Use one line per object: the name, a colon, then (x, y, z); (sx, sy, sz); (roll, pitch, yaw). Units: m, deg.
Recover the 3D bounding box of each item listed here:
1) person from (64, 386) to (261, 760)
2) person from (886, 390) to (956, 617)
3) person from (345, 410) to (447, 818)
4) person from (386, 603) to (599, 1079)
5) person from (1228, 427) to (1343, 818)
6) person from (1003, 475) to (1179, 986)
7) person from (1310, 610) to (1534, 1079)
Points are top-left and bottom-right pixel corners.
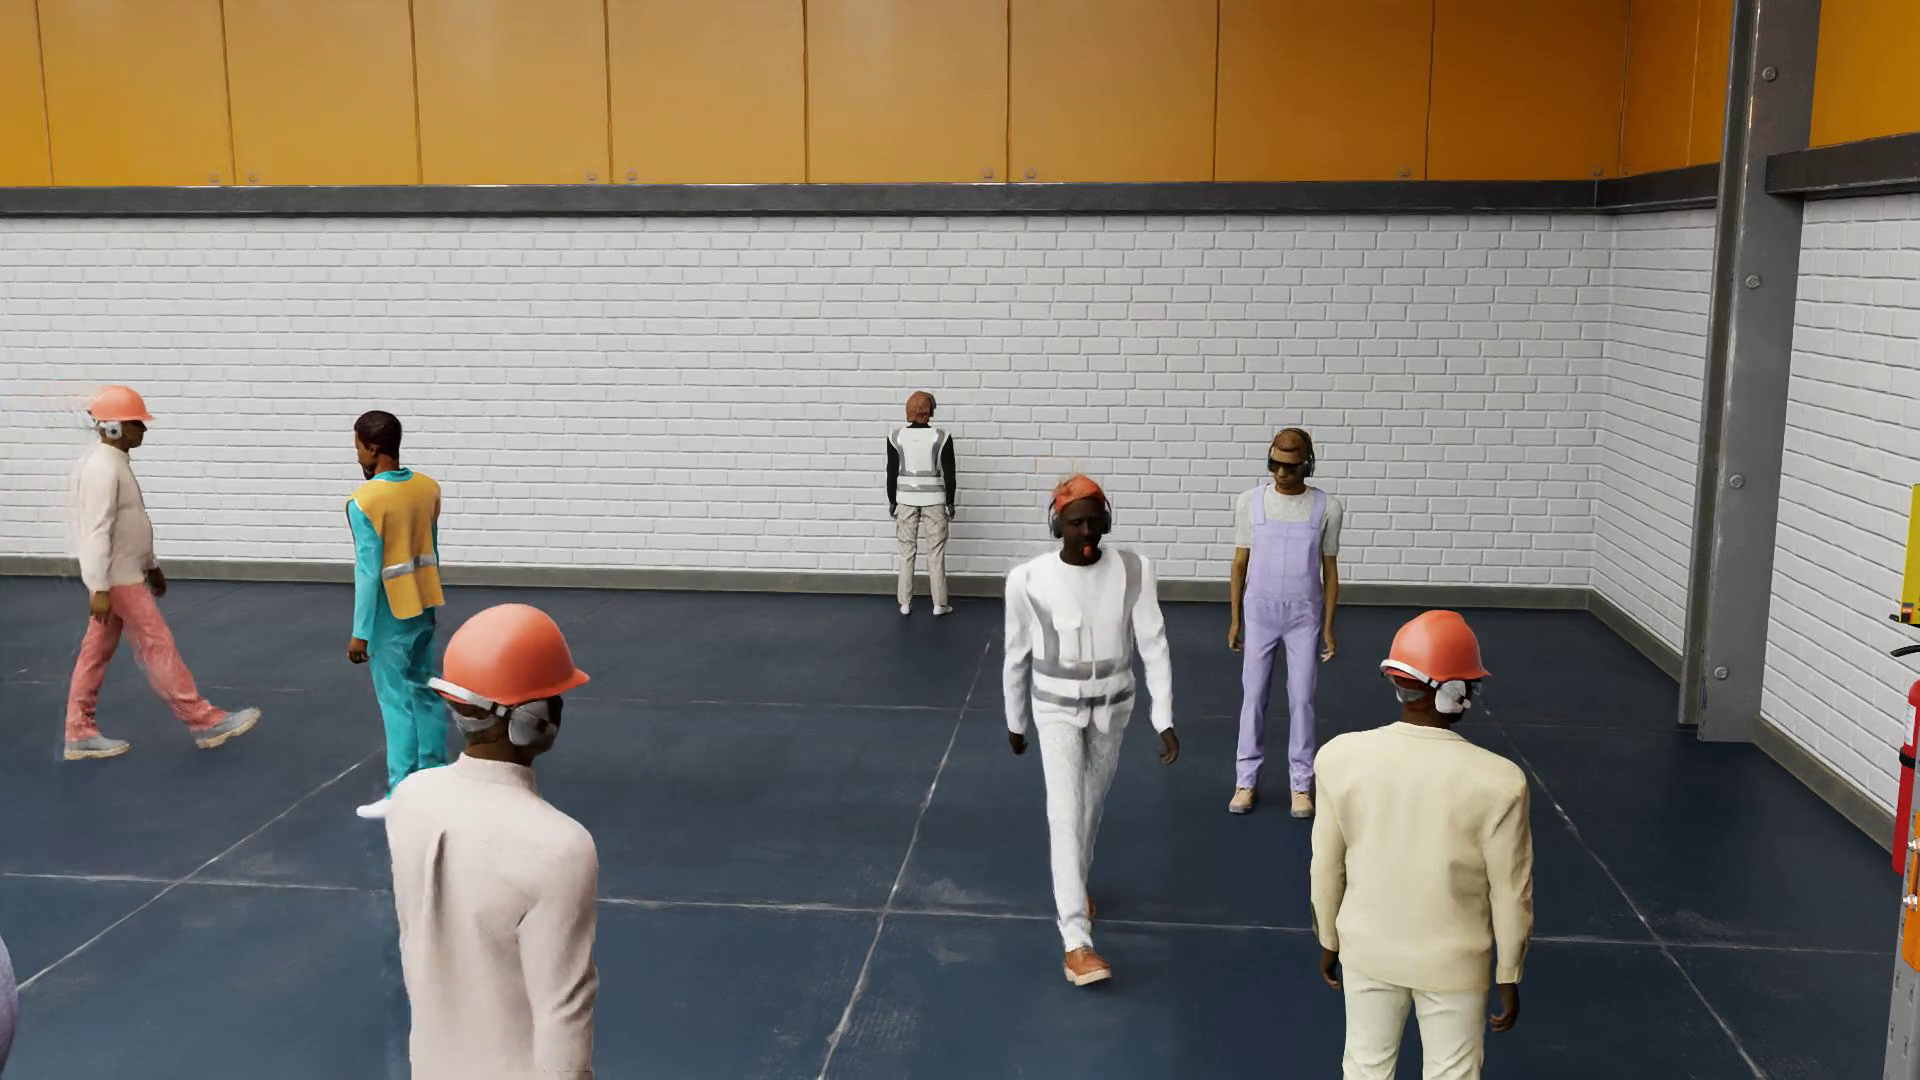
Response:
person: (-4.257, 0.171, 8.689); (0.995, 1.942, 0.651); (-4, 11, -23)
person: (-0.278, -0.255, 12.019); (0.513, 1.641, 0.309); (2, 10, 10)
person: (-2.625, 0.349, 7.772); (0.392, 1.917, 0.588); (3, 10, 16)
person: (-0.986, 1.102, 3.369); (0.625, 1.960, 0.976); (7, 12, 36)
person: (1.513, 0.386, 7.782); (0.506, 1.839, 0.343); (2, 10, 14)
person: (0.464, 0.664, 6.246); (0.579, 1.830, 1.018); (-2, 10, -12)
person: (1.178, 1.042, 4.271); (0.564, 1.749, 0.325); (6, 11, 30)
